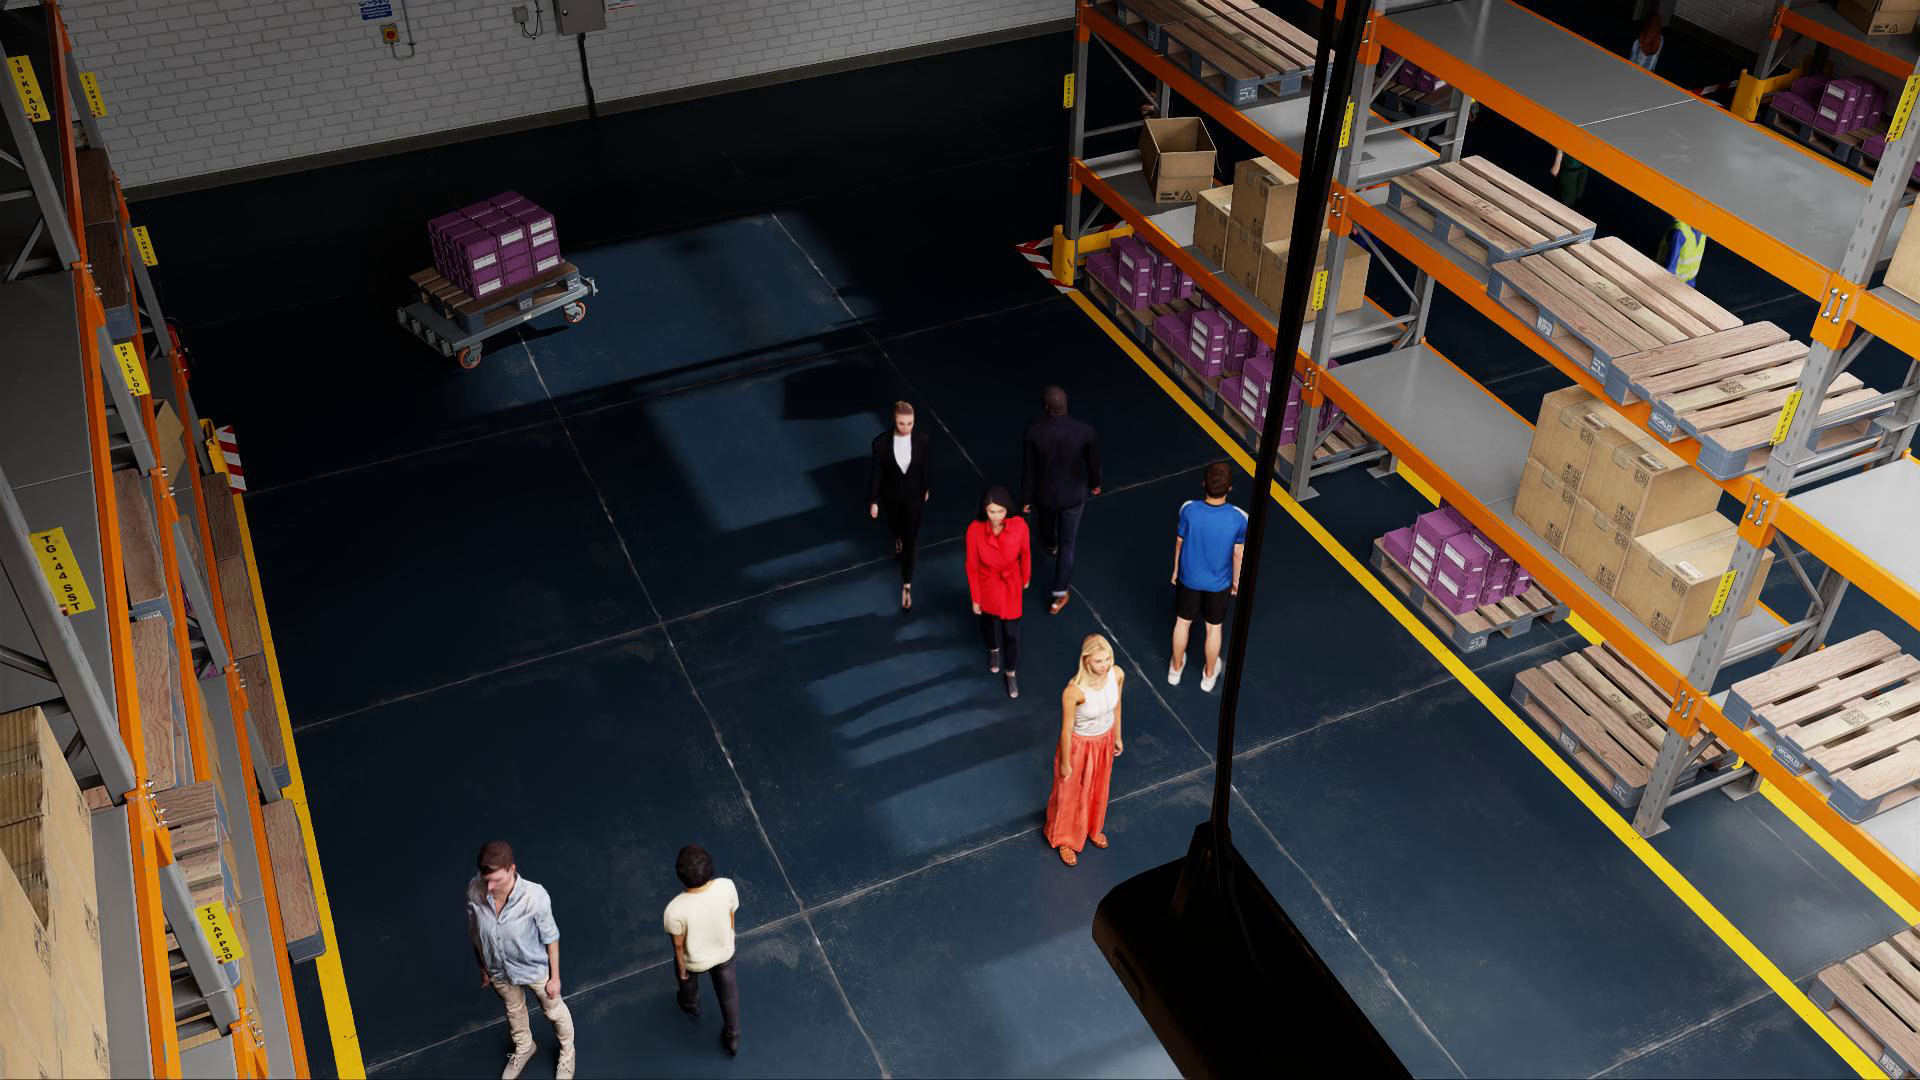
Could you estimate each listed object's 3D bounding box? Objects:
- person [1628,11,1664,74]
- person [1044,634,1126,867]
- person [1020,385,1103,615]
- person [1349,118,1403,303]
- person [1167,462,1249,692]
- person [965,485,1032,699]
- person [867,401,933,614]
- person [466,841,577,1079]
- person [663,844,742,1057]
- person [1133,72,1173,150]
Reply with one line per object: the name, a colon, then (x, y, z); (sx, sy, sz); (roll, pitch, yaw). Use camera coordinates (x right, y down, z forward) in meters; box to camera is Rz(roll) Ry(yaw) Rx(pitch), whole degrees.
person: (7.569, -5.176, 18.580); (0.579, 1.477, 0.526); (-11, 40, -14)
person: (0.788, 1.263, 10.258); (0.665, 1.801, 0.622); (-23, 44, -26)
person: (0.710, -0.254, 12.188); (1.143, 1.763, 1.307); (5, 39, 7)
person: (3.857, -3.093, 15.650); (0.711, 1.880, 0.668); (-22, 44, -25)
person: (1.685, 0.249, 11.476); (0.732, 1.866, 0.761); (6, 39, 7)
person: (0.246, 0.260, 11.572); (0.764, 1.728, 0.847); (-3, 39, -4)
person: (-0.441, -0.363, 12.413); (0.905, 1.653, 1.192); (-2, 39, -2)
person: (-2.363, 2.273, 8.955); (0.732, 1.848, 0.750); (6, 39, 7)
person: (-1.365, 2.310, 9.132); (0.622, 1.570, 0.785); (-20, 43, -23)
person: (1.855, -4.045, 16.993); (0.883, 1.691, 0.818); (6, 39, 8)
